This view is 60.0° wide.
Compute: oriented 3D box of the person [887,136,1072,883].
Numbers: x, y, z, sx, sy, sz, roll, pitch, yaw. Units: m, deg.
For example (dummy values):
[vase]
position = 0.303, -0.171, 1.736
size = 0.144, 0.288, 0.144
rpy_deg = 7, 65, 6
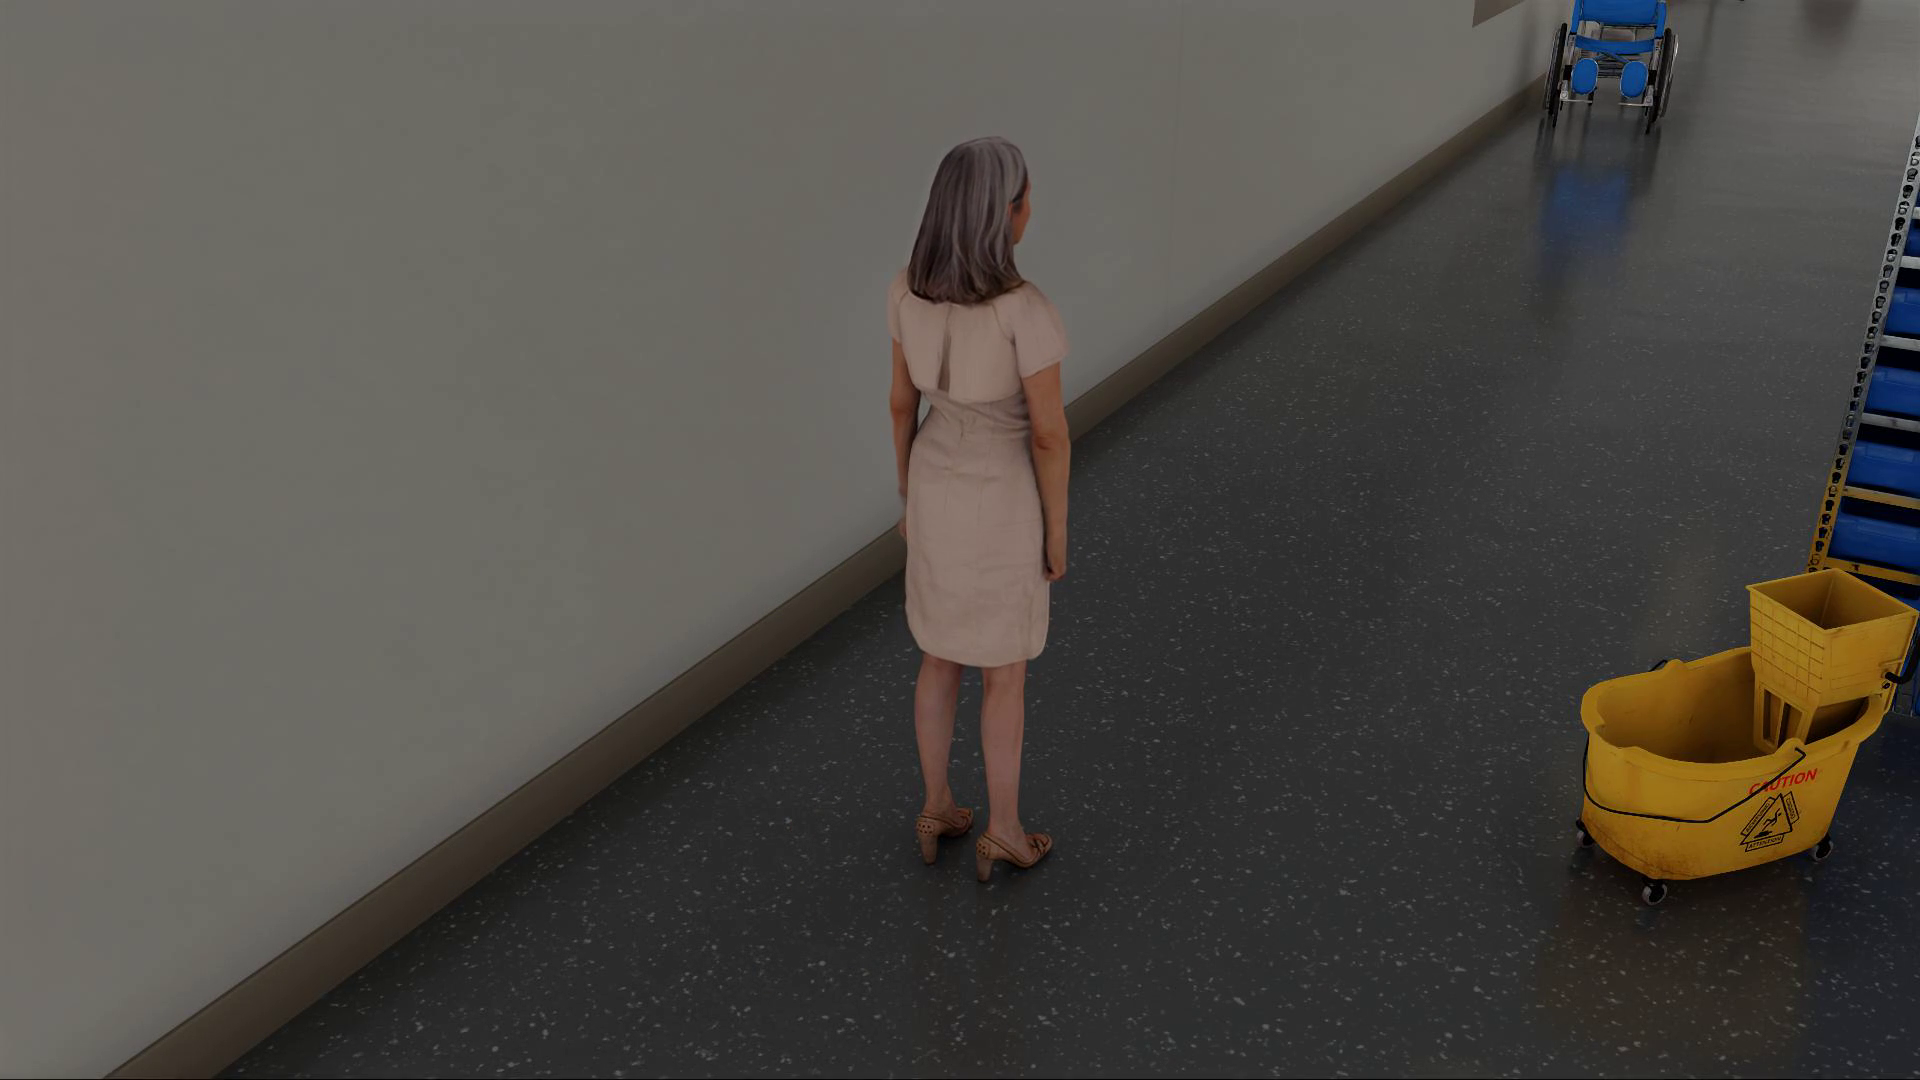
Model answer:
[person]
position = 0.039, -0.024, 3.713
size = 0.496, 1.735, 0.668
rpy_deg = 16, 30, 30
